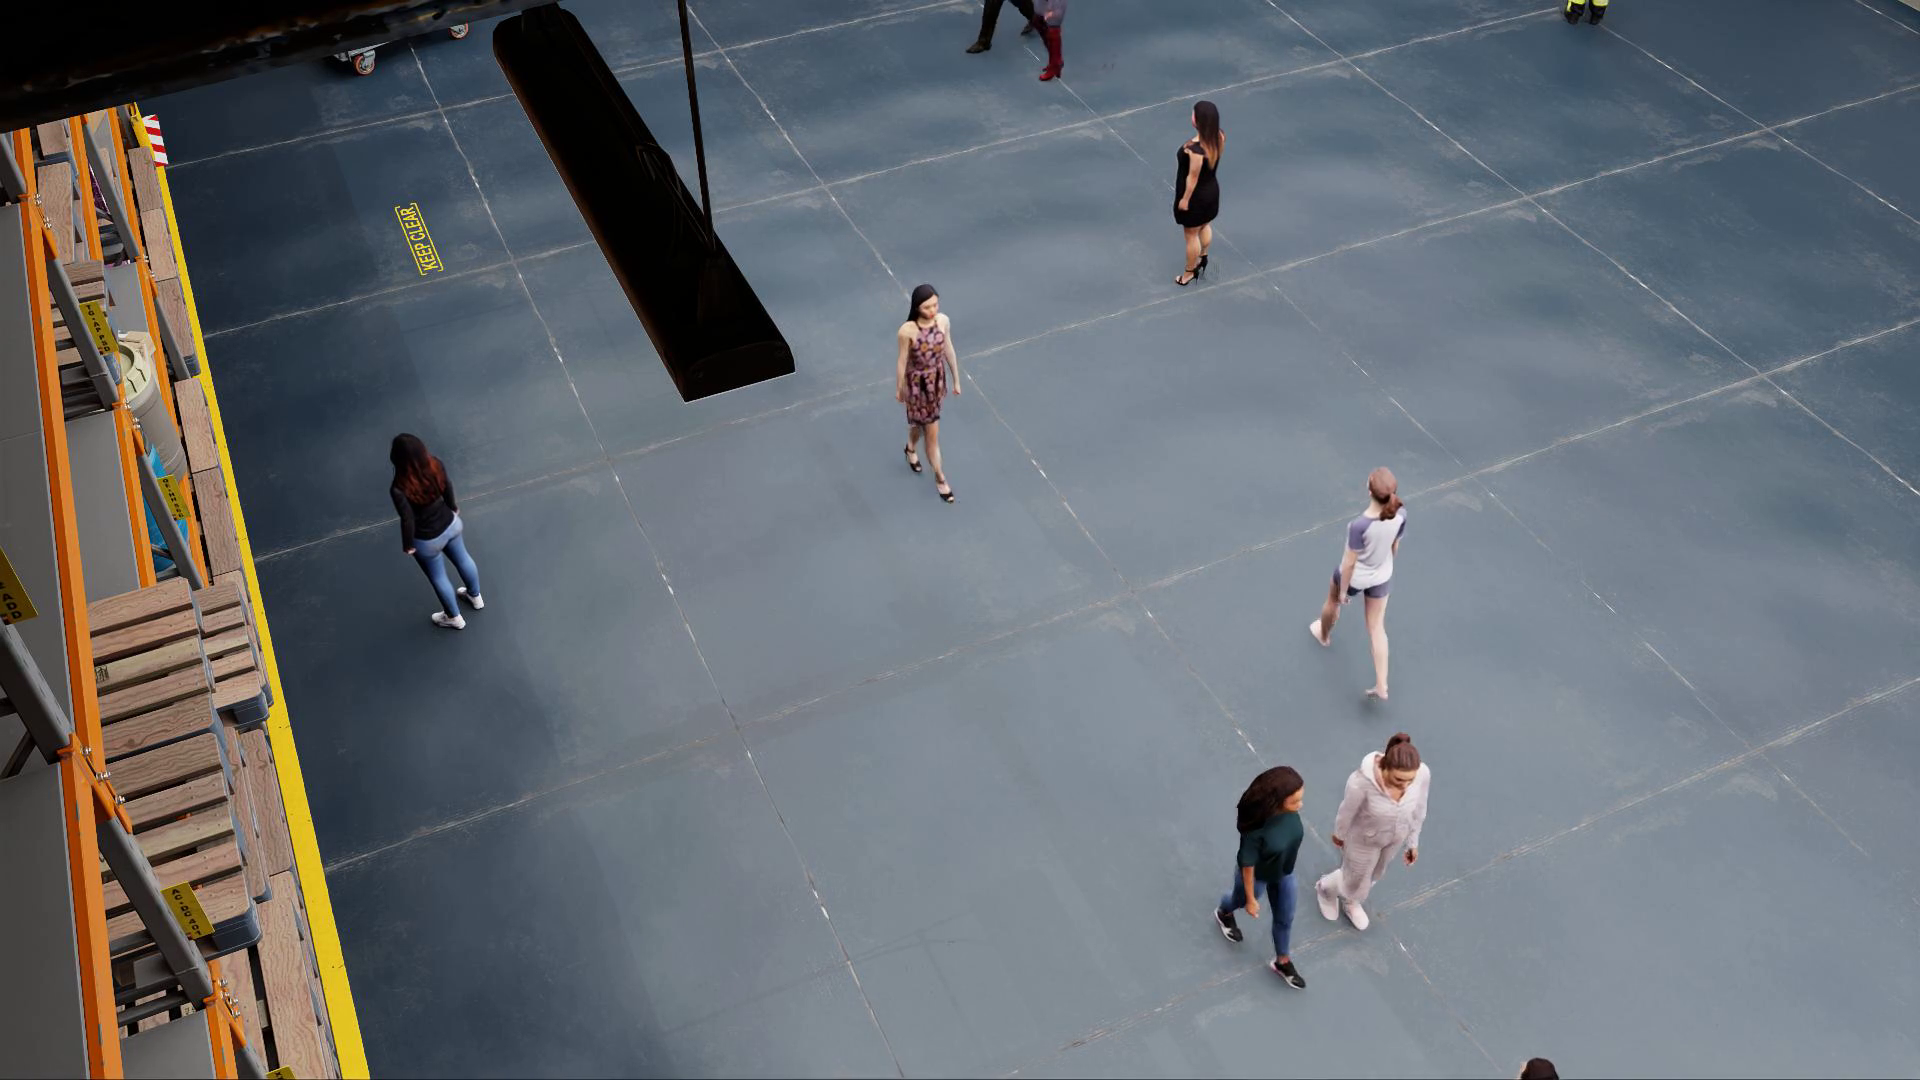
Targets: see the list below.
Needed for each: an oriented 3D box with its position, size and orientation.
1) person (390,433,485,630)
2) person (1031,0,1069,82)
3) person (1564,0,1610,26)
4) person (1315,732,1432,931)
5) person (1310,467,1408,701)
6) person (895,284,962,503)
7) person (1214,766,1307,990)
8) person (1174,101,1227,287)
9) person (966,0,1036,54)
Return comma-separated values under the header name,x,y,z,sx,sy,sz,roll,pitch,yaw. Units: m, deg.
name,x,y,z,sx,sy,sz,roll,pitch,yaw
person,-3.549,-0.071,11.210,0.741,1.633,0.721,22,48,22
person,1.013,-5.446,16.803,0.737,1.700,0.596,-6,44,-7
person,6.850,-6.429,17.673,0.890,1.924,0.902,6,44,7
person,2.320,1.589,9.440,0.663,1.671,0.678,-11,45,-11
person,2.662,0.297,10.752,0.754,1.731,1.164,-8,44,-8
person,-0.310,-1.178,12.287,0.731,1.750,0.984,-27,50,-25
person,1.643,1.798,9.280,0.681,1.588,0.957,-25,49,-24
person,2.041,-2.946,14.166,0.776,1.718,0.757,25,49,24
person,0.558,-6.044,17.303,0.896,1.876,1.258,-24,49,-23
